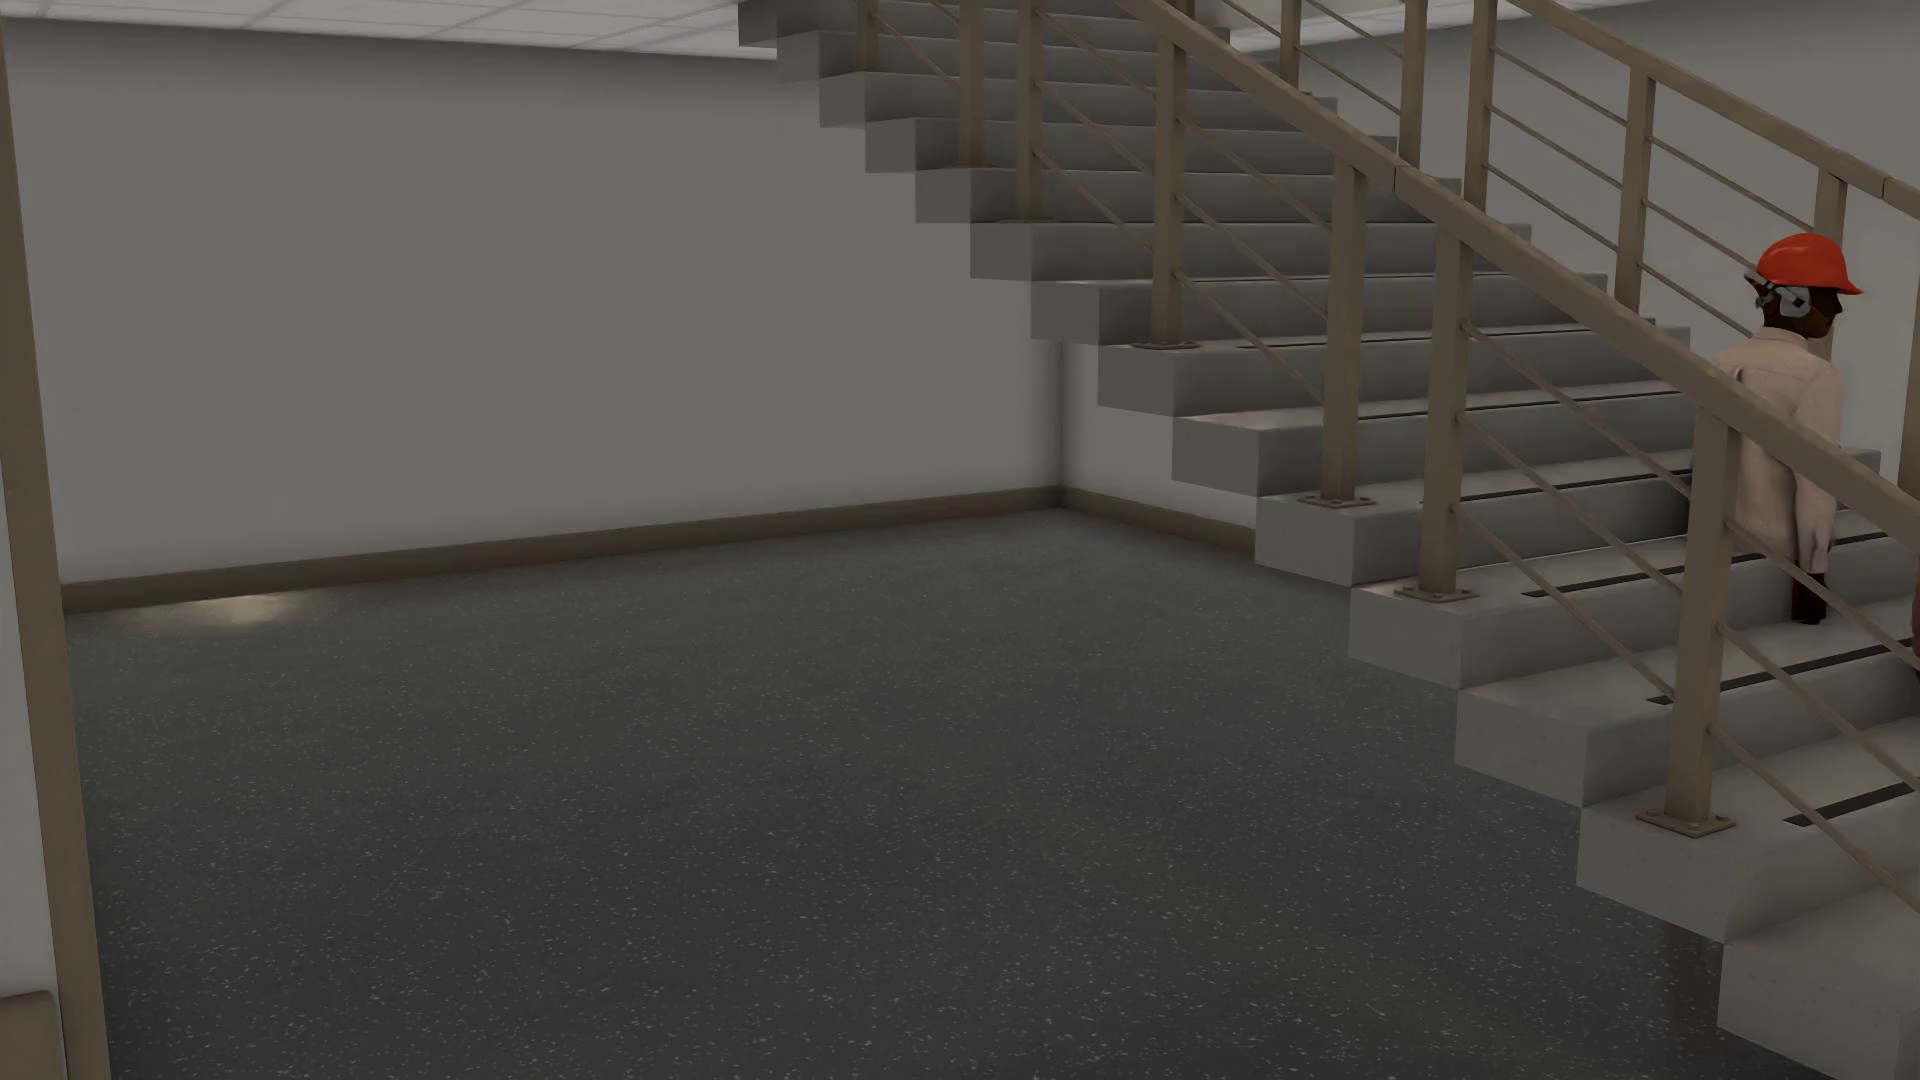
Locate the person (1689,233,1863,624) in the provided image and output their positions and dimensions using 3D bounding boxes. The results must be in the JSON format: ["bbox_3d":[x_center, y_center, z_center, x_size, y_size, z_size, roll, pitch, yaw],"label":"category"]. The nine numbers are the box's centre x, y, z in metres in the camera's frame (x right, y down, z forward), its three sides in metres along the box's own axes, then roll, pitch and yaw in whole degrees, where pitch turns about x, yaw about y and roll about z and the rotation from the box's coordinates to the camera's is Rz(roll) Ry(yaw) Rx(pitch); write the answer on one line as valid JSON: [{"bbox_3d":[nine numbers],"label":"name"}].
[{"bbox_3d":[2.559,0.035,5.288,0.391,1.991,0.612,-2,11,-9],"label":"person"}]

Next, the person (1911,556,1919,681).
[{"bbox_3d":[2.956,0.290,4.627,0.533,1.746,0.611,4,11,20],"label":"person"}]
